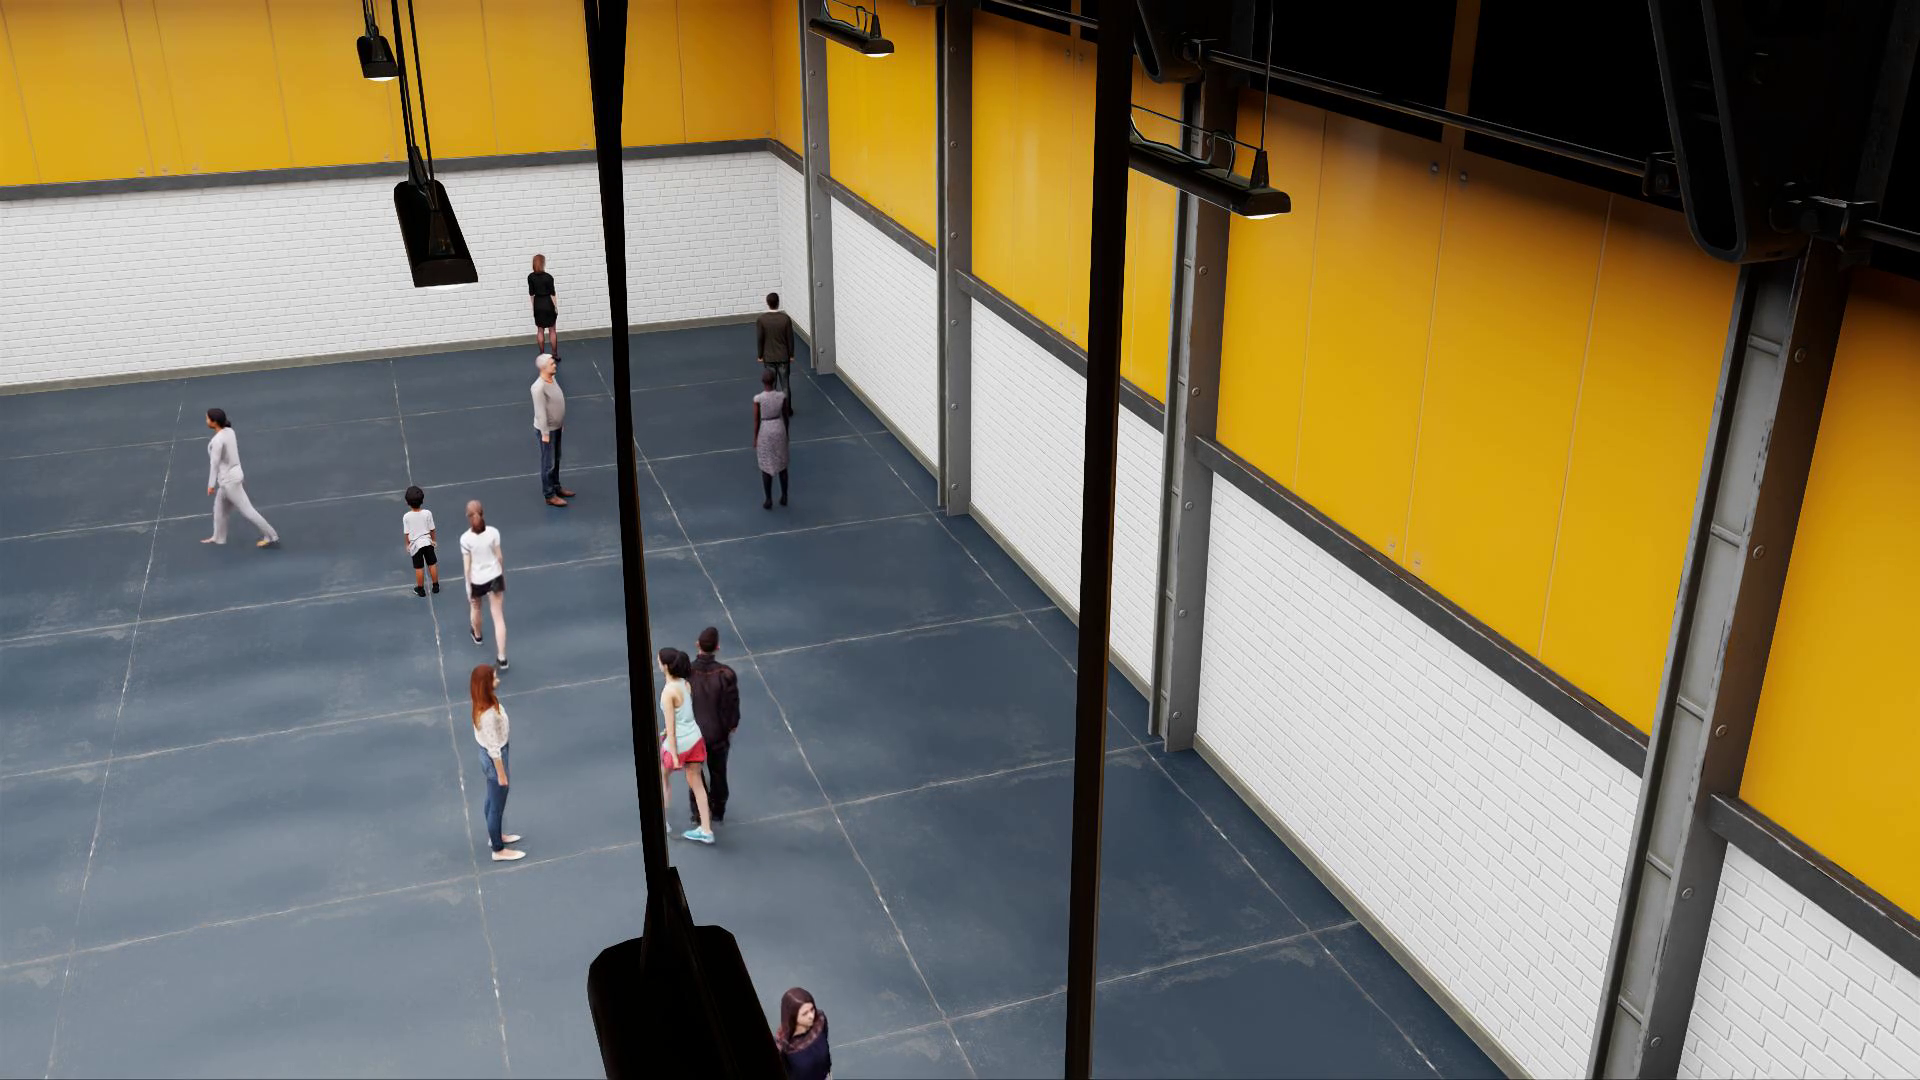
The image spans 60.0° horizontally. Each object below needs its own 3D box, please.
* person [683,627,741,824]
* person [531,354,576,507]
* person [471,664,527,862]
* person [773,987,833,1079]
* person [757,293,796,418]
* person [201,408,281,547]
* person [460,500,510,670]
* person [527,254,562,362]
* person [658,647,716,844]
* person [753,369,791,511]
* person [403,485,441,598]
[{"bbox_3d":[-2.106,1.592,13.893,0.803,1.840,0.852,-5,24,-12],"label":"person"},{"bbox_3d":[-5.091,-1.383,20.610,0.887,1.911,0.739,2,24,5],"label":"person"},{"bbox_3d":[-3.808,1.796,13.566,0.638,1.728,0.427,-9,25,-19],"label":"person"},{"bbox_3d":[-0.974,3.369,10.135,1.023,1.594,0.882,19,30,36],"label":"person"},{"bbox_3d":[-2.601,-2.620,23.578,0.732,1.800,0.639,-2,24,-4],"label":"person"},{"bbox_3d":[-8.371,-0.685,19.279,0.859,1.698,1.136,-2,24,-6],"label":"person"},{"bbox_3d":[-4.706,0.481,16.602,0.682,1.705,1.159,-12,26,-26],"label":"person"},{"bbox_3d":[-6.495,-3.618,25.981,0.661,1.703,0.673,5,24,11],"label":"person"},{"bbox_3d":[-2.210,1.723,13.725,0.981,1.735,0.915,10,26,22],"label":"person"},{"bbox_3d":[-2.309,-1.235,20.423,0.626,1.789,0.539,-11,26,-23],"label":"person"},{"bbox_3d":[-5.917,0.008,18.240,0.531,1.260,0.539,-14,27,-29],"label":"person"}]
